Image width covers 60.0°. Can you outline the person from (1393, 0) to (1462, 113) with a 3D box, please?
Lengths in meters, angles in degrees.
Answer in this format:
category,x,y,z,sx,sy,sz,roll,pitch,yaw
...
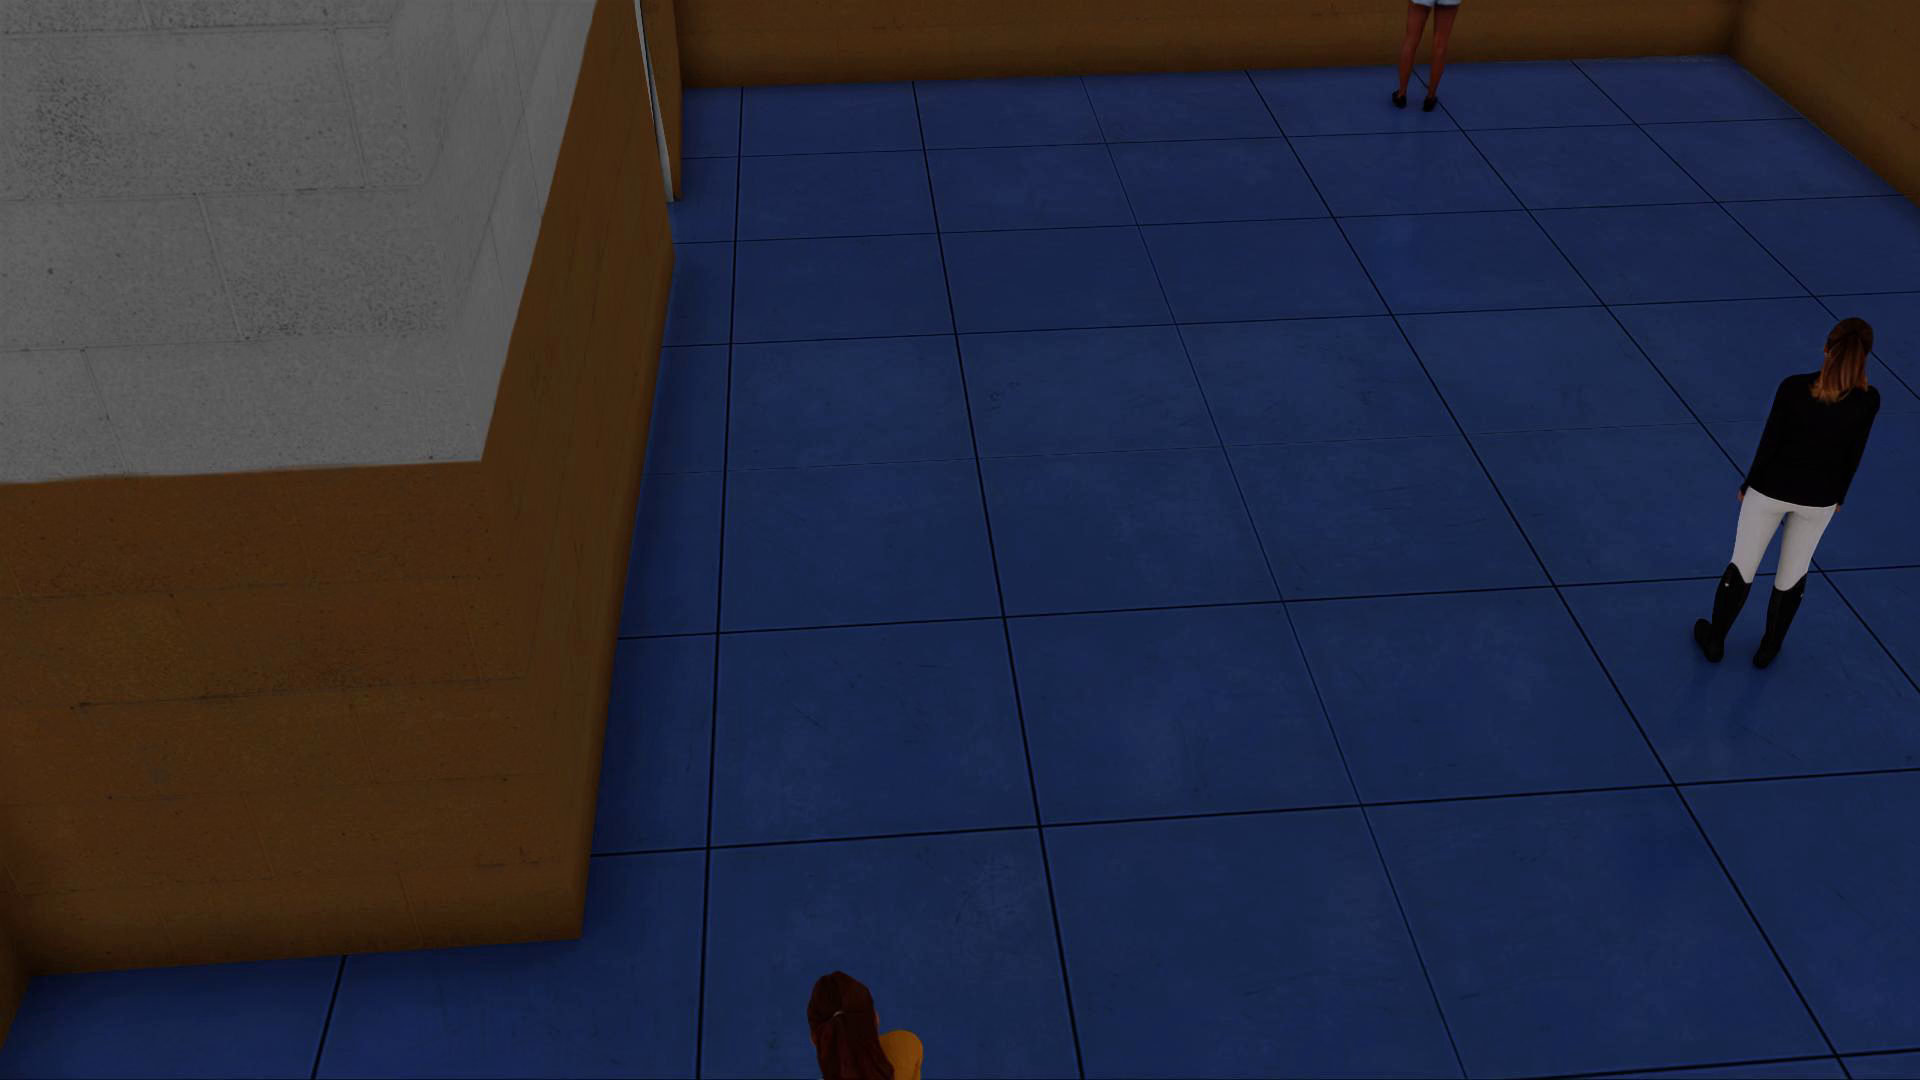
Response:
category,x,y,z,sx,sy,sz,roll,pitch,yaw
person,3.487,-3.993,12.145,0.594,1.742,0.726,8,38,10

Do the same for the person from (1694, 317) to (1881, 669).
category,x,y,z,sx,sy,sz,roll,pitch,yaw
person,3.527,-0.178,7.059,0.595,1.729,0.701,10,38,13

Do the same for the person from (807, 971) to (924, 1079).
category,x,y,z,sx,sy,sz,roll,pitch,yaw
person,-0.250,1.764,4.469,0.726,1.749,0.653,30,46,34
